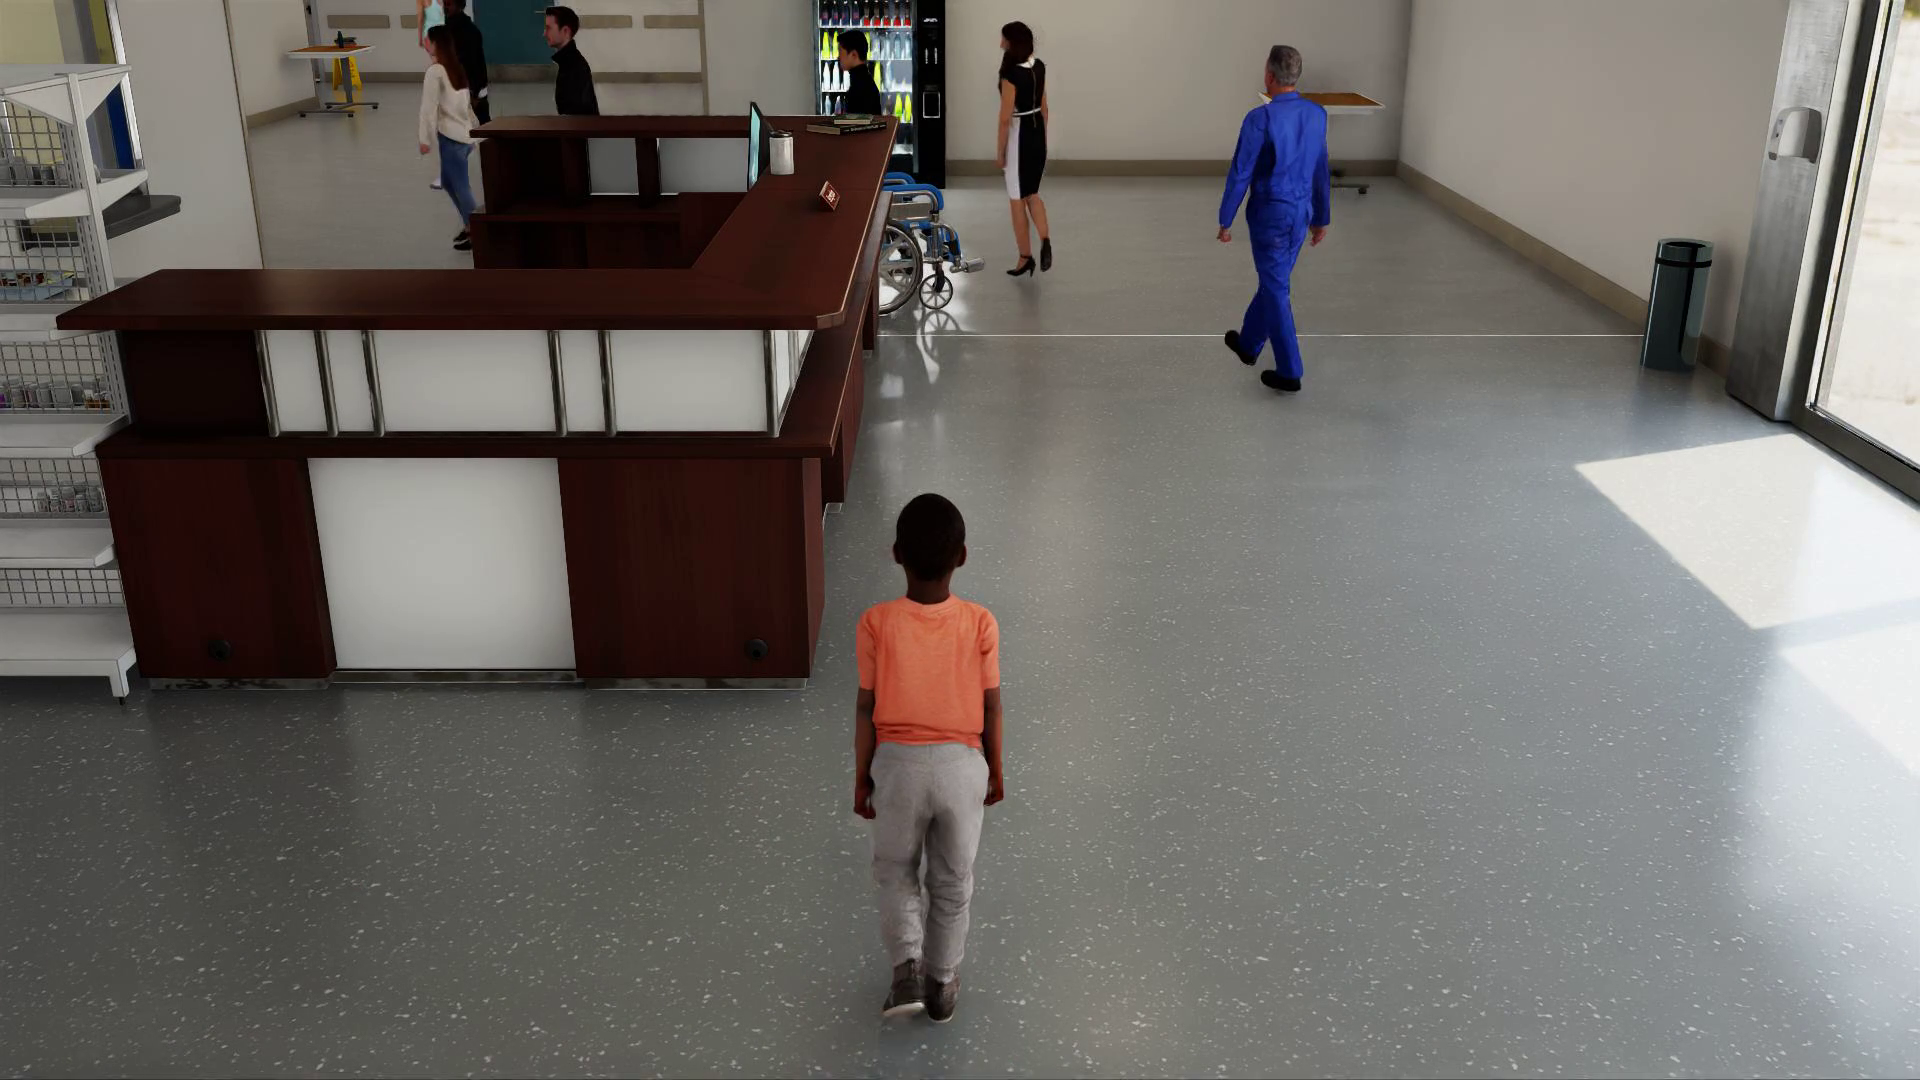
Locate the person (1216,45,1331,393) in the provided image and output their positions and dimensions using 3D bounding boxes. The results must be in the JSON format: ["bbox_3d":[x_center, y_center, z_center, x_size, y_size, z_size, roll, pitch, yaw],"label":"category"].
[{"bbox_3d":[1.769,-1.681,8.913,1.150,1.798,1.135,-11,24,-27],"label":"person"}]

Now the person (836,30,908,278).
[{"bbox_3d":[-0.589,-2.683,11.681,1.032,1.711,0.781,-3,21,-9],"label":"person"}]

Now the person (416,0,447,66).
[{"bbox_3d":[-6.926,-6.651,22.094,0.712,1.758,0.794,-9,23,-23],"label":"person"}]

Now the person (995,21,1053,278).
[{"bbox_3d":[0.465,-2.681,11.591,0.851,1.772,0.911,-15,25,-34],"label":"person"}]

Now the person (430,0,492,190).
[{"bbox_3d":[-4.535,-4.176,15.529,1.246,1.778,1.077,9,23,23],"label":"person"}]

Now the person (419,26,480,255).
[{"bbox_3d":[-3.746,-3.001,12.568,0.640,1.679,0.674,3,21,9],"label":"person"}]

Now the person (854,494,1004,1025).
[{"bbox_3d":[-0.072,0.546,3.733,0.549,1.302,0.555,1,21,1],"label":"person"}]

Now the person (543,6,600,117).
[{"bbox_3d":[-2.463,-2.573,11.159,1.188,1.875,0.960,-8,22,-21],"label":"person"}]
